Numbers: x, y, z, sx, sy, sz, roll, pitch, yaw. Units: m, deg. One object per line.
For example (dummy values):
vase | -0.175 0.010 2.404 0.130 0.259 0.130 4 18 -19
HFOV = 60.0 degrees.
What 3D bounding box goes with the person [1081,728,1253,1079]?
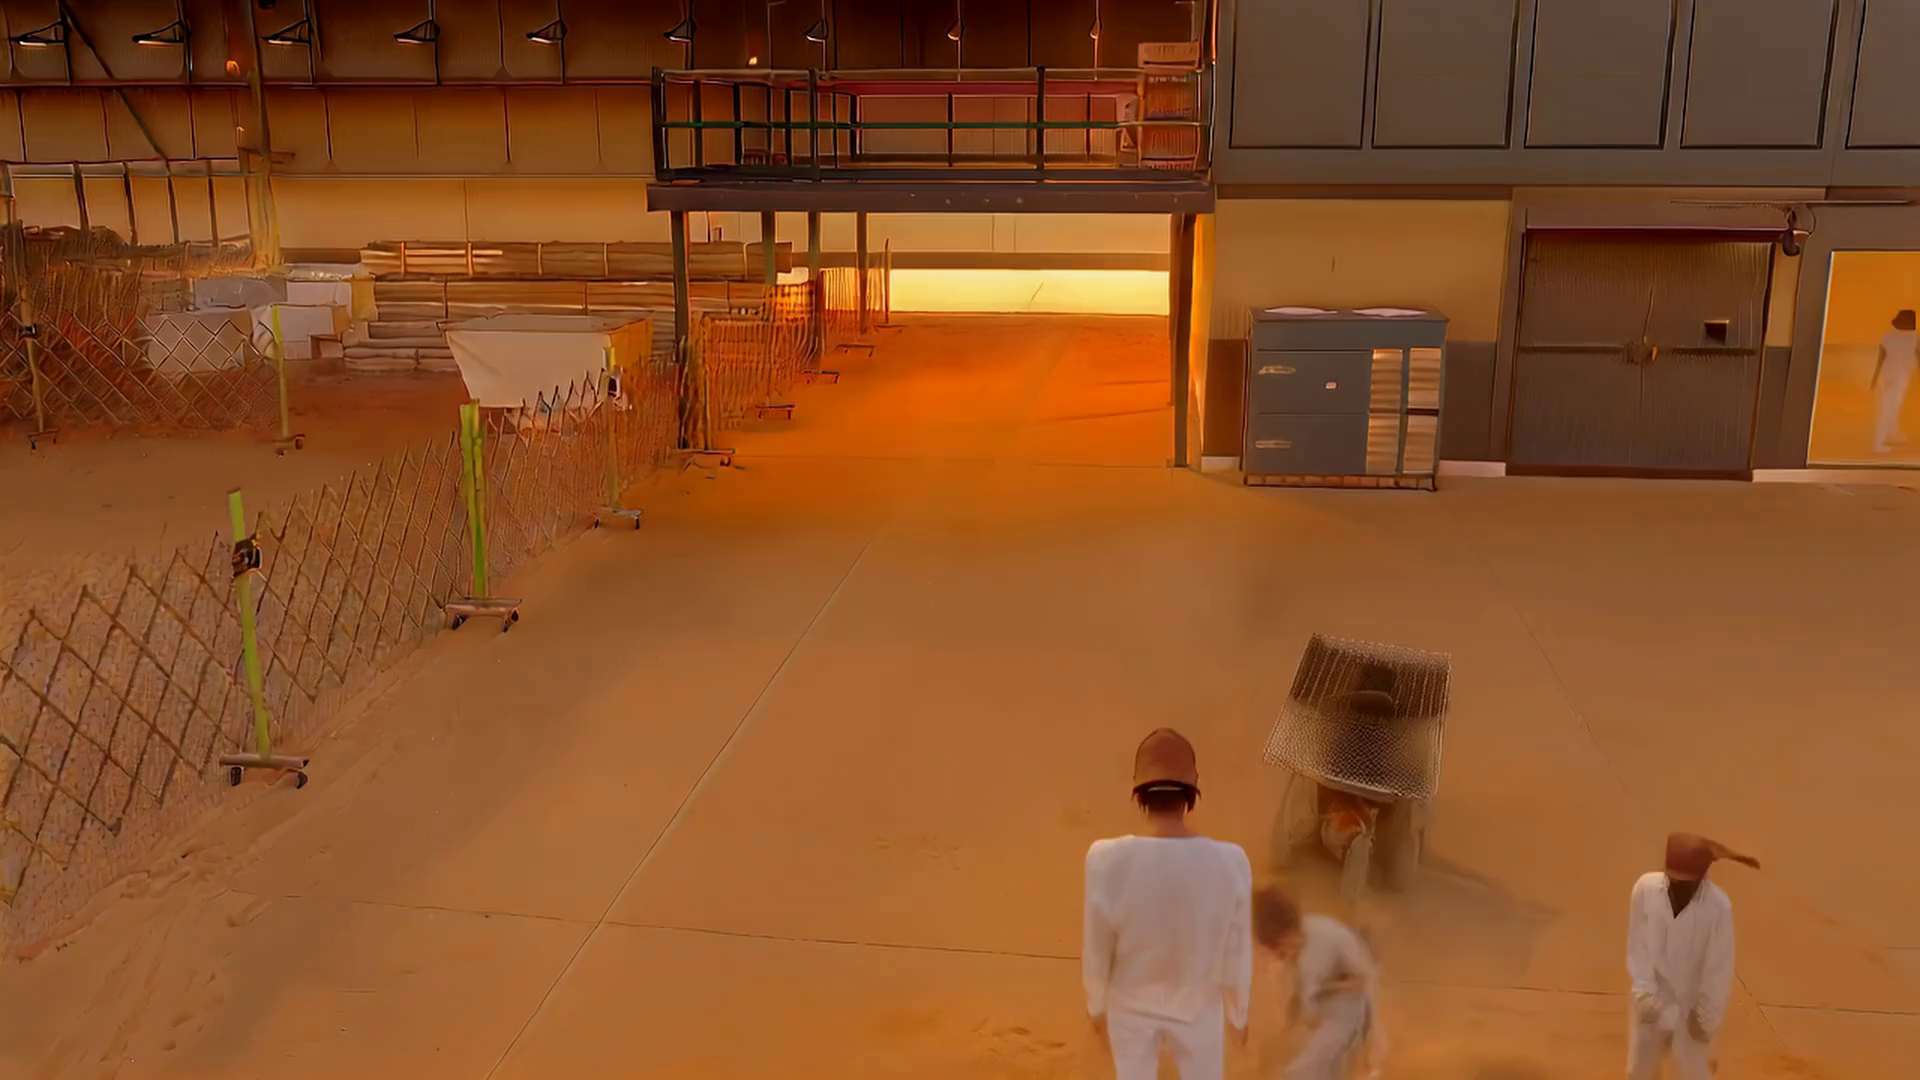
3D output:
person | 0.642 1.447 5.219 0.541 1.750 0.400 3 14 11
